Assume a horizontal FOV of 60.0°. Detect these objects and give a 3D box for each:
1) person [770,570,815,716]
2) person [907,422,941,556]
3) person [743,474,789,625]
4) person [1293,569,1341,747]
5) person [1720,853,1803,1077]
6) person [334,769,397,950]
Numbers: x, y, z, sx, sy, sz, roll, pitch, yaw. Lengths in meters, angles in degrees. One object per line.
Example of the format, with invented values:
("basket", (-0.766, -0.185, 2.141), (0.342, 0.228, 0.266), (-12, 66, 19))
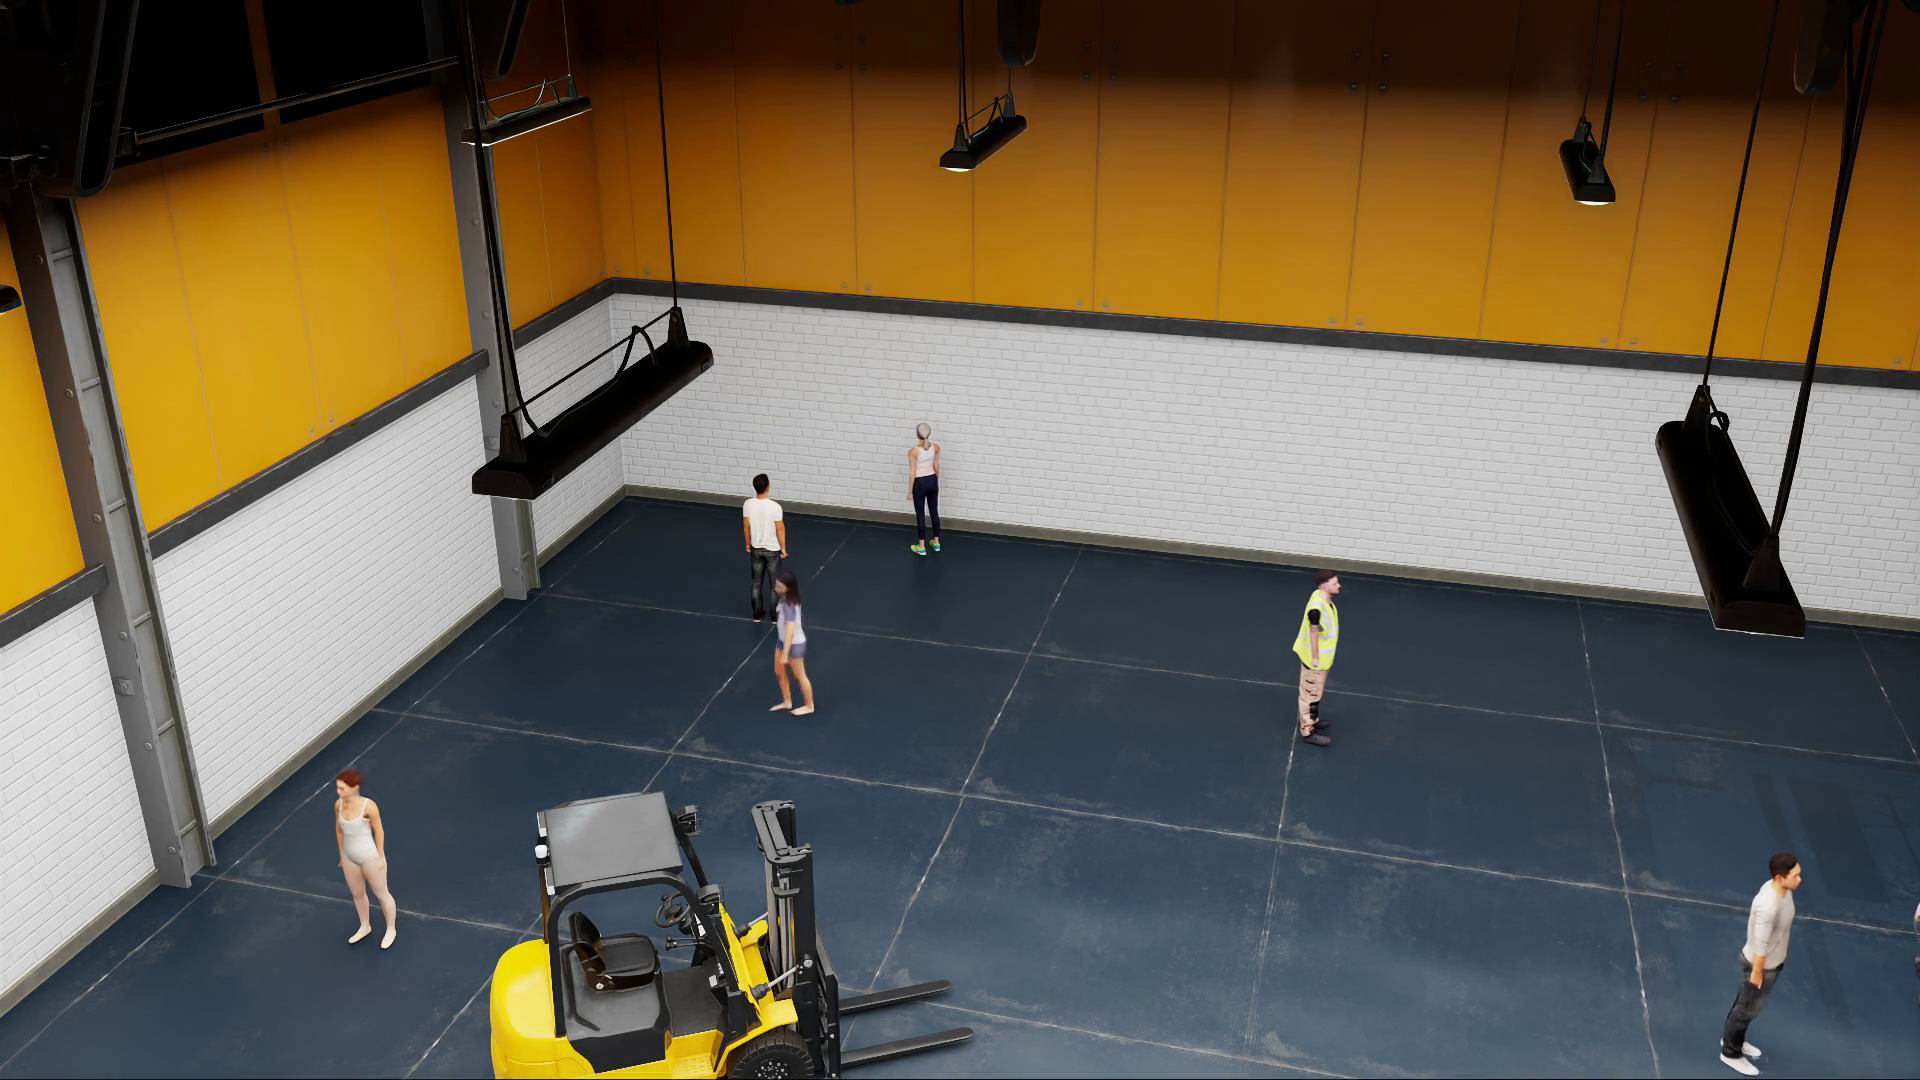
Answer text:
("person", (-1.678, 1.048, 16.915), (0.847, 1.701, 0.782), (-3, 24, -6))
("person", (-0.439, -0.653, 20.807), (0.680, 1.701, 0.744), (-14, 27, -28))
("person", (-2.230, 0.091, 18.977), (0.647, 1.803, 0.523), (7, 25, 15))
("person", (3.567, 1.125, 16.558), (0.741, 1.846, 0.637), (7, 25, 15))
("person", (5.855, 3.051, 12.196), (0.791, 1.811, 0.621), (16, 28, 33))
("person", (-4.846, 2.567, 13.515), (0.558, 1.642, 0.466), (5, 24, 12))
